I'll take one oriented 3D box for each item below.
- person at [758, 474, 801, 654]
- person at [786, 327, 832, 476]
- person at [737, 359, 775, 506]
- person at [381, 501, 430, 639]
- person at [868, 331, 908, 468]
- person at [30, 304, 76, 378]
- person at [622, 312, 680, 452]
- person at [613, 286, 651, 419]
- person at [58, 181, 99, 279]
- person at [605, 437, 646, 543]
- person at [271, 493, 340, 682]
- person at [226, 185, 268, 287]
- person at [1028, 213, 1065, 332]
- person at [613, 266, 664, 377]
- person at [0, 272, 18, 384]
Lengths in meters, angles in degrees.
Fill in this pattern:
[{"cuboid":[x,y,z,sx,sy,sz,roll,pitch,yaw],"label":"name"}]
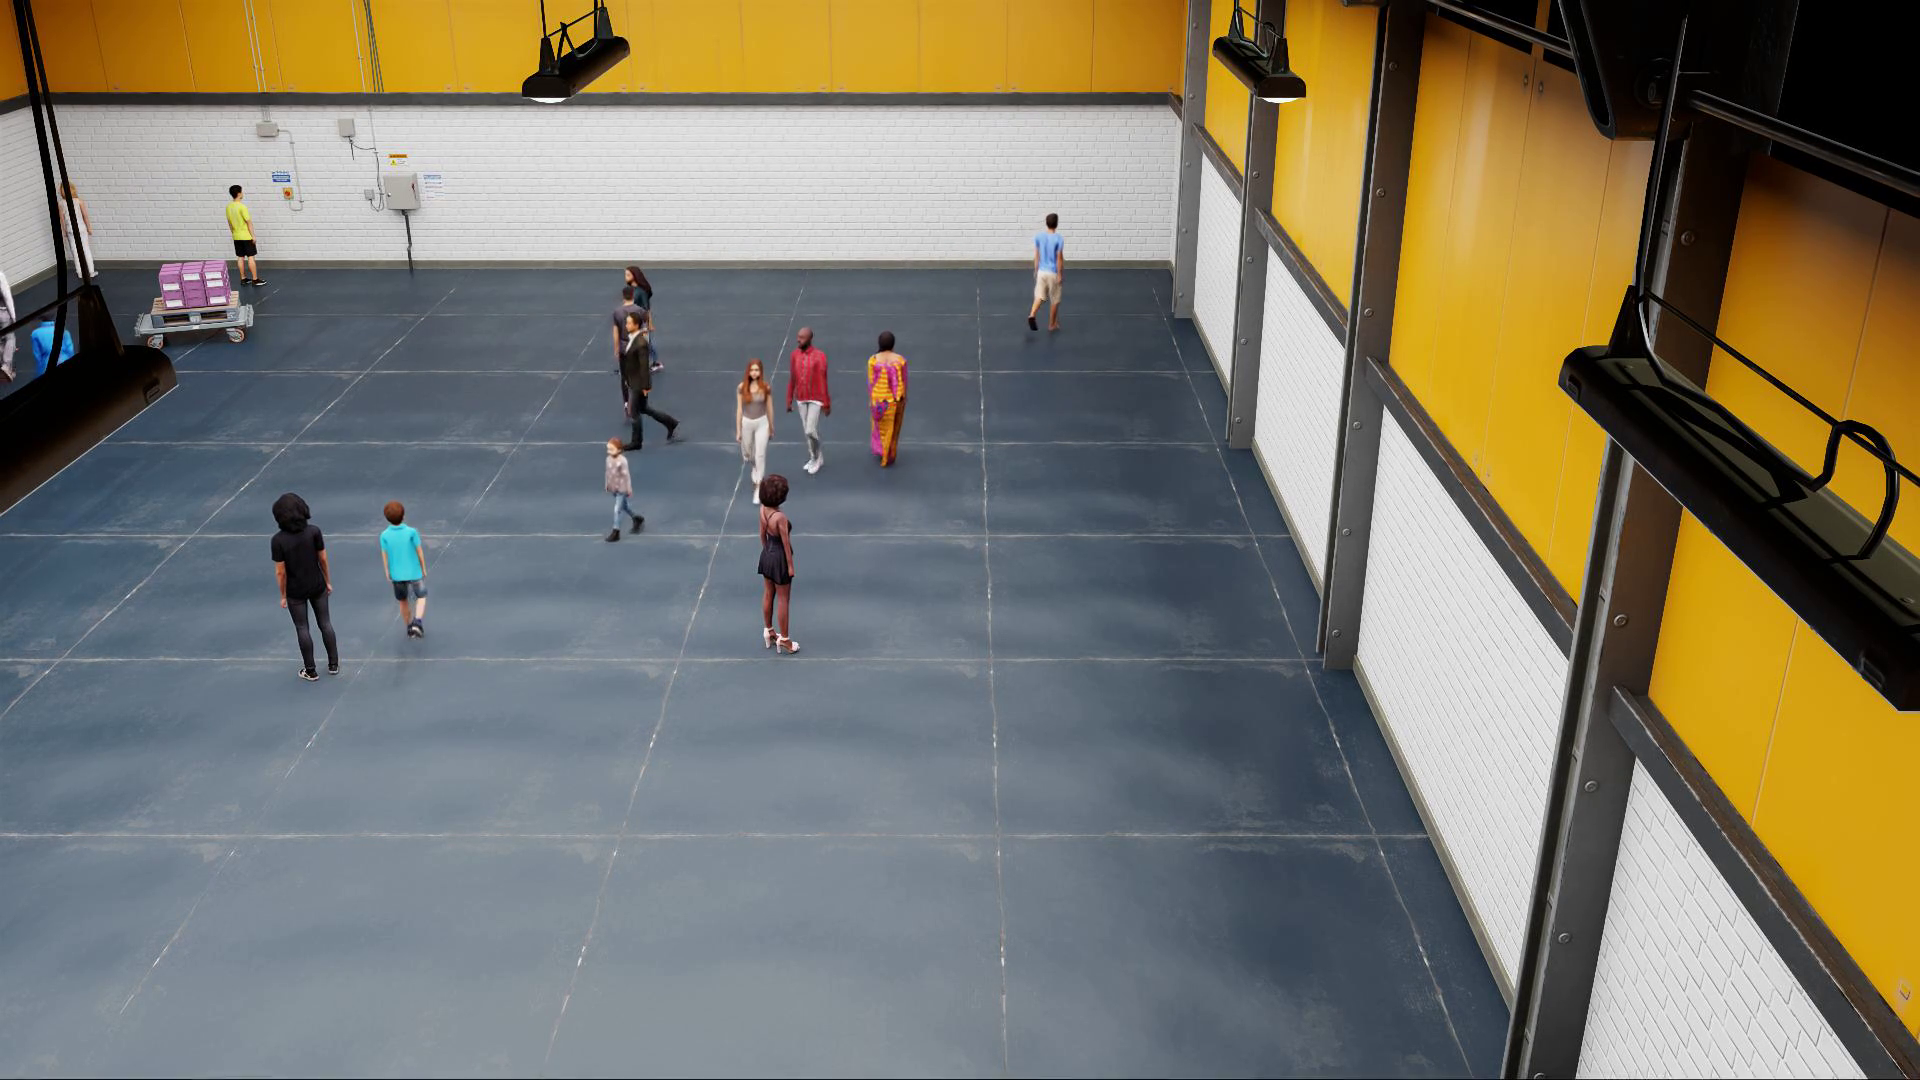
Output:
[{"cuboid":[-1.750,0.226,15.857,0.719,1.788,0.652,-20,30,-38],"label":"person"},{"cuboid":[-1.779,-1.746,20.344,0.853,1.808,0.886,15,28,30],"label":"person"},{"cuboid":[-2.396,-1.316,19.480,0.579,1.711,0.889,0,24,-1],"label":"person"},{"cuboid":[-5.363,0.319,16.073,0.586,1.444,0.734,-3,24,-8],"label":"person"},{"cuboid":[-0.901,-1.744,20.534,0.699,1.651,0.853,3,24,6],"label":"person"},{"cuboid":[-11.508,-2.113,21.211,0.717,1.785,0.747,-9,25,-20],"label":"person"},{"cuboid":[-3.962,-2.013,20.990,0.976,1.779,1.075,-9,25,-20],"label":"person"},{"cuboid":[-4.376,-2.476,22.103,0.676,1.735,1.108,-1,24,-3],"label":"person"},{"cuboid":[-15.347,-5.396,28.865,0.654,1.671,0.640,-8,25,-17],"label":"person"},{"cuboid":[-3.747,-0.593,18.488,0.790,1.182,0.893,18,29,35],"label":"person"},{"cuboid":[-6.044,0.423,15.346,0.710,1.836,0.739,-17,29,-34],"label":"person"},{"cuboid":[-12.231,-5.197,28.363,0.689,1.708,0.654,8,25,19],"label":"person"},{"cuboid":[1.337,-4.082,25.646,0.919,1.841,1.104,12,26,26],"label":"person"},{"cuboid":[-4.523,-3.127,23.792,1.105,1.576,1.063,-21,31,-39],"label":"person"},{"cuboid":[-13.552,-3.110,23.329,0.777,1.916,1.010,-5,24,-11],"label":"person"}]
